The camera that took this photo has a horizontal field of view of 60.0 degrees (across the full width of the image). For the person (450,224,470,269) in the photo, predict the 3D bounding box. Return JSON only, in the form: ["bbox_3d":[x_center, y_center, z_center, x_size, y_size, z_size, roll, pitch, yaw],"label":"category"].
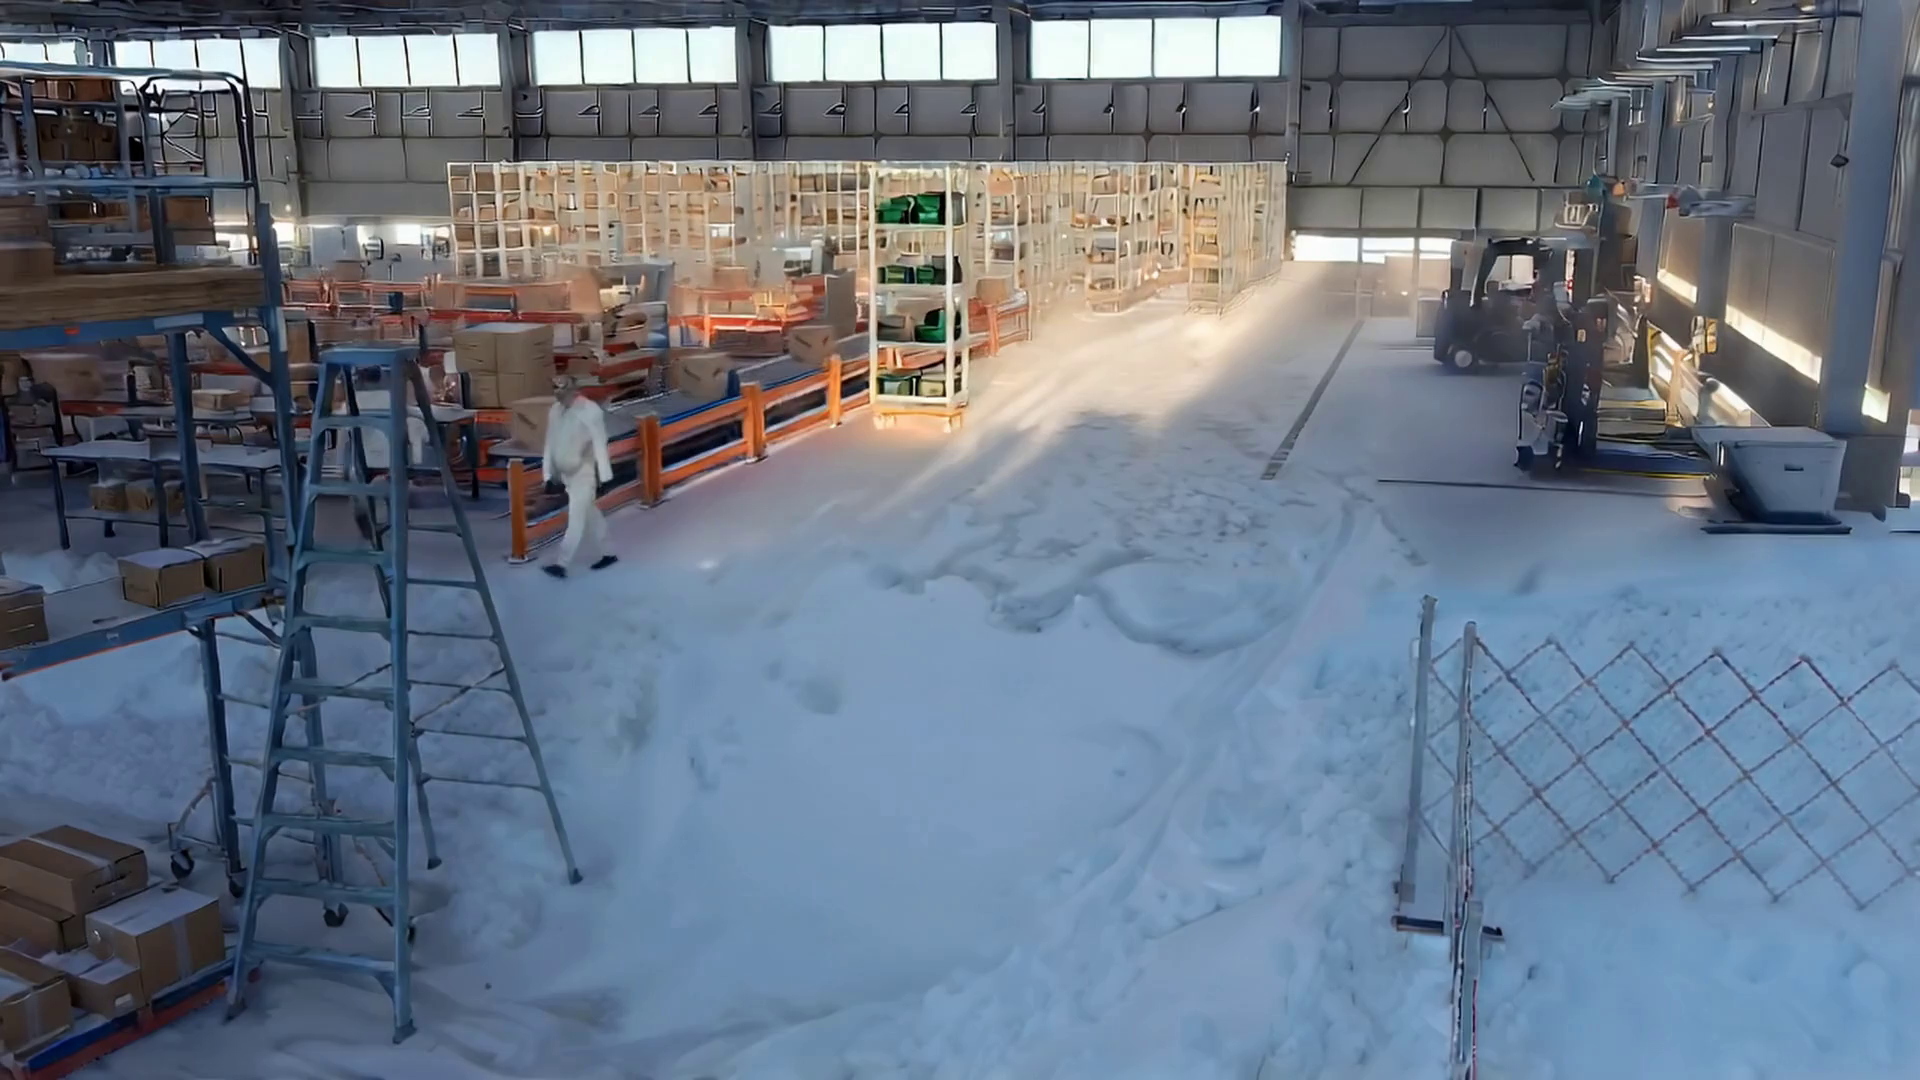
[{"bbox_3d":[-15.956,-9.433,53.100,0.651,1.919,0.820,-6,14,-23],"label":"person"}]

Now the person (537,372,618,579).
[{"bbox_3d":[-3.526,-0.590,15.080,0.664,1.846,1.013,10,16,36],"label":"person"}]

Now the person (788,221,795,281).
[{"bbox_3d":[-5.029,-8.780,50.555,0.860,1.792,0.622,2,13,10],"label":"person"}]

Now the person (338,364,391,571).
[{"bbox_3d":[-5.374,-0.714,15.259,0.614,2.007,0.521,-8,15,-30],"label":"person"}]

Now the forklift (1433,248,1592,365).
[{"bbox_3d":[9.780,-4.111,29.280,2.680,1.987,1.157,3,13,14],"label":"forklift"}]

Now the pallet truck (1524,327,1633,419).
[{"bbox_3d":[9.065,-2.460,24.370,1.522,1.261,0.704,3,13,14],"label":"pallet truck"}]

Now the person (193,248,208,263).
[{"bbox_3d":[-16.675,-5.567,36.763,0.577,1.750,0.541,3,13,11],"label":"person"}]

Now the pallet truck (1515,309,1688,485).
[{"bbox_3d":[7.554,-1.677,19.446,1.885,1.965,0.823,3,13,14],"label":"pallet truck"}]

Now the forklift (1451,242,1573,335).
[{"bbox_3d":[10.464,-4.597,31.405,2.680,1.987,1.157,4,14,16],"label":"forklift"}]

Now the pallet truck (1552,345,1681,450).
[{"bbox_3d":[8.641,-1.896,21.908,1.630,1.274,0.653,4,14,16],"label":"pallet truck"}]

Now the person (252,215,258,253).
[{"bbox_3d":[-21.853,-9.104,51.603,0.476,1.962,0.622,1,13,6],"label":"person"}]

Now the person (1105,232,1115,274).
[{"bbox_3d":[4.356,-8.242,48.122,0.385,1.849,0.569,4,14,17],"label":"person"}]

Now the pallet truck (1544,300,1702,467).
[{"bbox_3d":[8.263,-1.952,20.631,1.885,1.965,0.823,5,14,20],"label":"pallet truck"}]

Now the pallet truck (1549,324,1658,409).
[{"bbox_3d":[9.824,-2.669,25.407,1.601,1.201,0.680,4,14,16],"label":"pallet truck"}]
